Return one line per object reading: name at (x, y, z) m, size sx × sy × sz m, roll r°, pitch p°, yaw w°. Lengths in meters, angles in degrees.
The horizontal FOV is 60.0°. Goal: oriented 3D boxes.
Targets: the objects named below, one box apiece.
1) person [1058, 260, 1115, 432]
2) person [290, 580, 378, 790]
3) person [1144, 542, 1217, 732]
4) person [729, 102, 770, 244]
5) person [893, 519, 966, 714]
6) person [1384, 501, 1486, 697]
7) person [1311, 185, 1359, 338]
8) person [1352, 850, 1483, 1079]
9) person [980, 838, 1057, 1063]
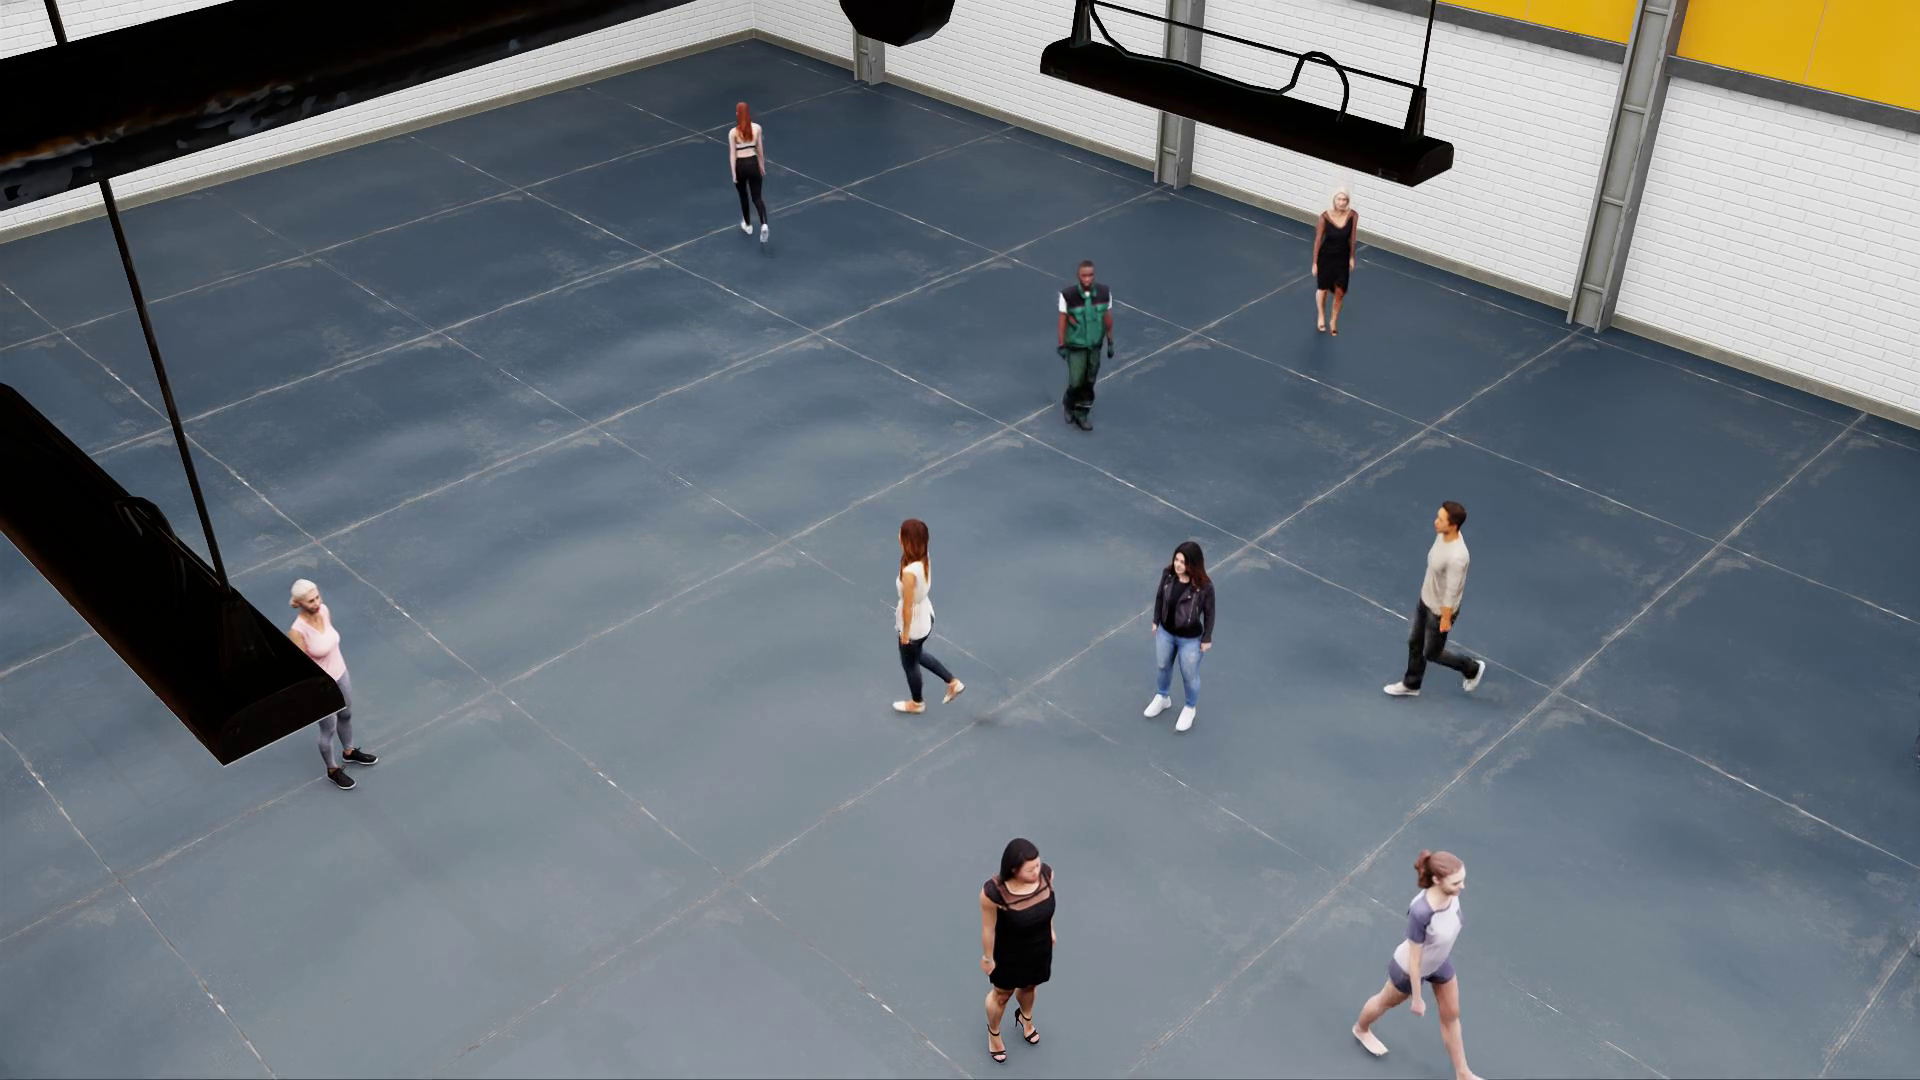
person at (1.189, -1.947, 16.348) m, size 0.822 × 1.824 × 0.846 m, roll -11°, pitch 35°, yaw -17°
person at (-4.578, 0.999, 12.004) m, size 0.638 × 1.725 × 0.628 m, roll 10°, pitch 35°, yaw 15°
person at (1.669, 0.703, 12.533) m, size 0.530 × 1.634 × 0.731 m, roll 23°, pitch 40°, yaw 31°
person at (-2.541, -4.423, 20.169) m, size 0.852 × 1.717 × 1.168 m, roll -15°, pitch 36°, yaw -21°
person at (-0.244, 0.628, 12.522) m, size 0.907 × 1.769 × 0.808 m, roll 7°, pitch 34°, yaw 10°
person at (3.748, 0.496, 12.701) m, size 1.075 × 1.791 × 1.027 m, roll 0°, pitch 34°, yaw -1°
person at (4.064, -3.083, 18.143) m, size 0.792 × 1.727 × 0.854 m, roll 1°, pitch 34°, yaw 2°
person at (2.641, 2.460, 9.807) m, size 0.639 × 1.724 × 1.111 m, roll -27°, pitch 42°, yaw -34°
person at (0.342, 2.416, 9.878) m, size 0.719 × 1.719 × 0.680 m, roll -18°, pitch 38°, yaw -25°
